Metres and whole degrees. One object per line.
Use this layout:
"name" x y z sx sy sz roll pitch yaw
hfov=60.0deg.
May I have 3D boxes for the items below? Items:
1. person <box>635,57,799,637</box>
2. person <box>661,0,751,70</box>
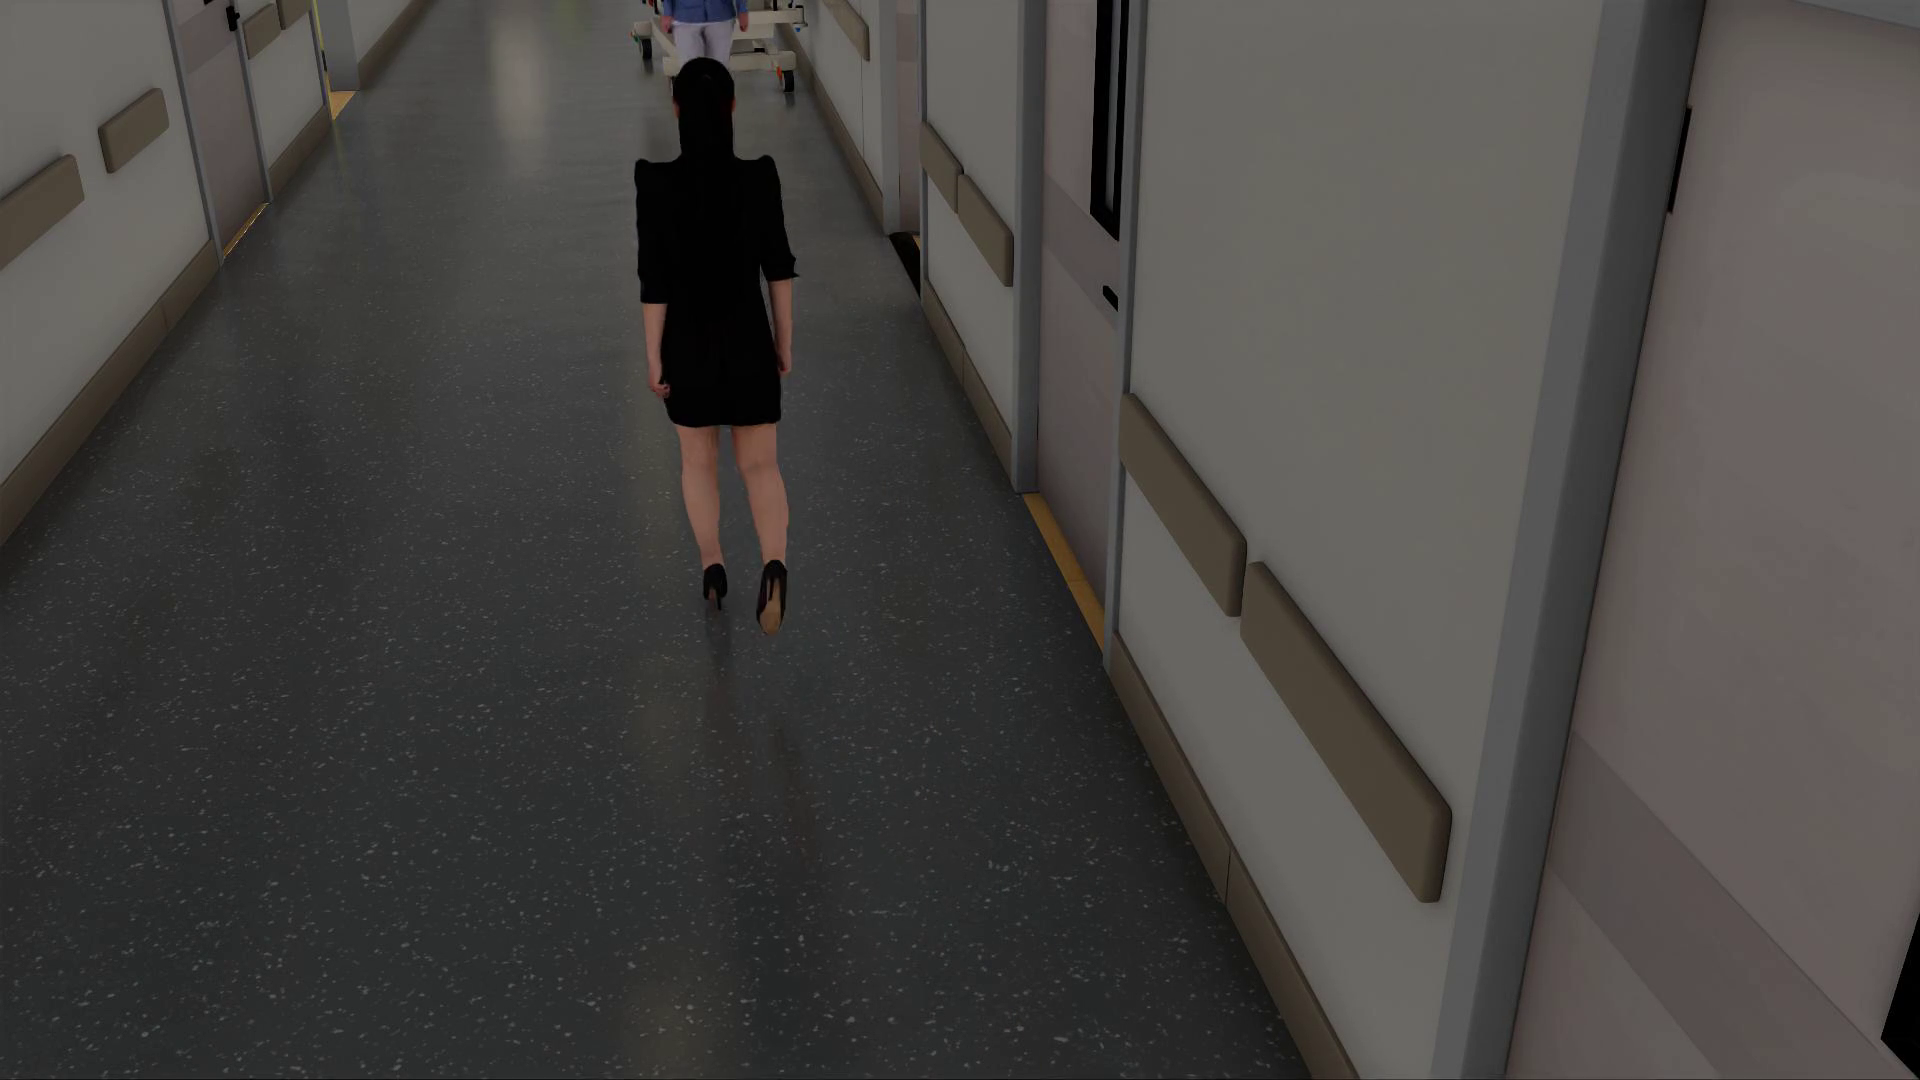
"person" -0.659 -0.475 4.708 0.890 1.678 0.717 -7 27 -15
"person" -1.598 -3.242 10.218 0.676 1.876 0.804 -10 27 -20
